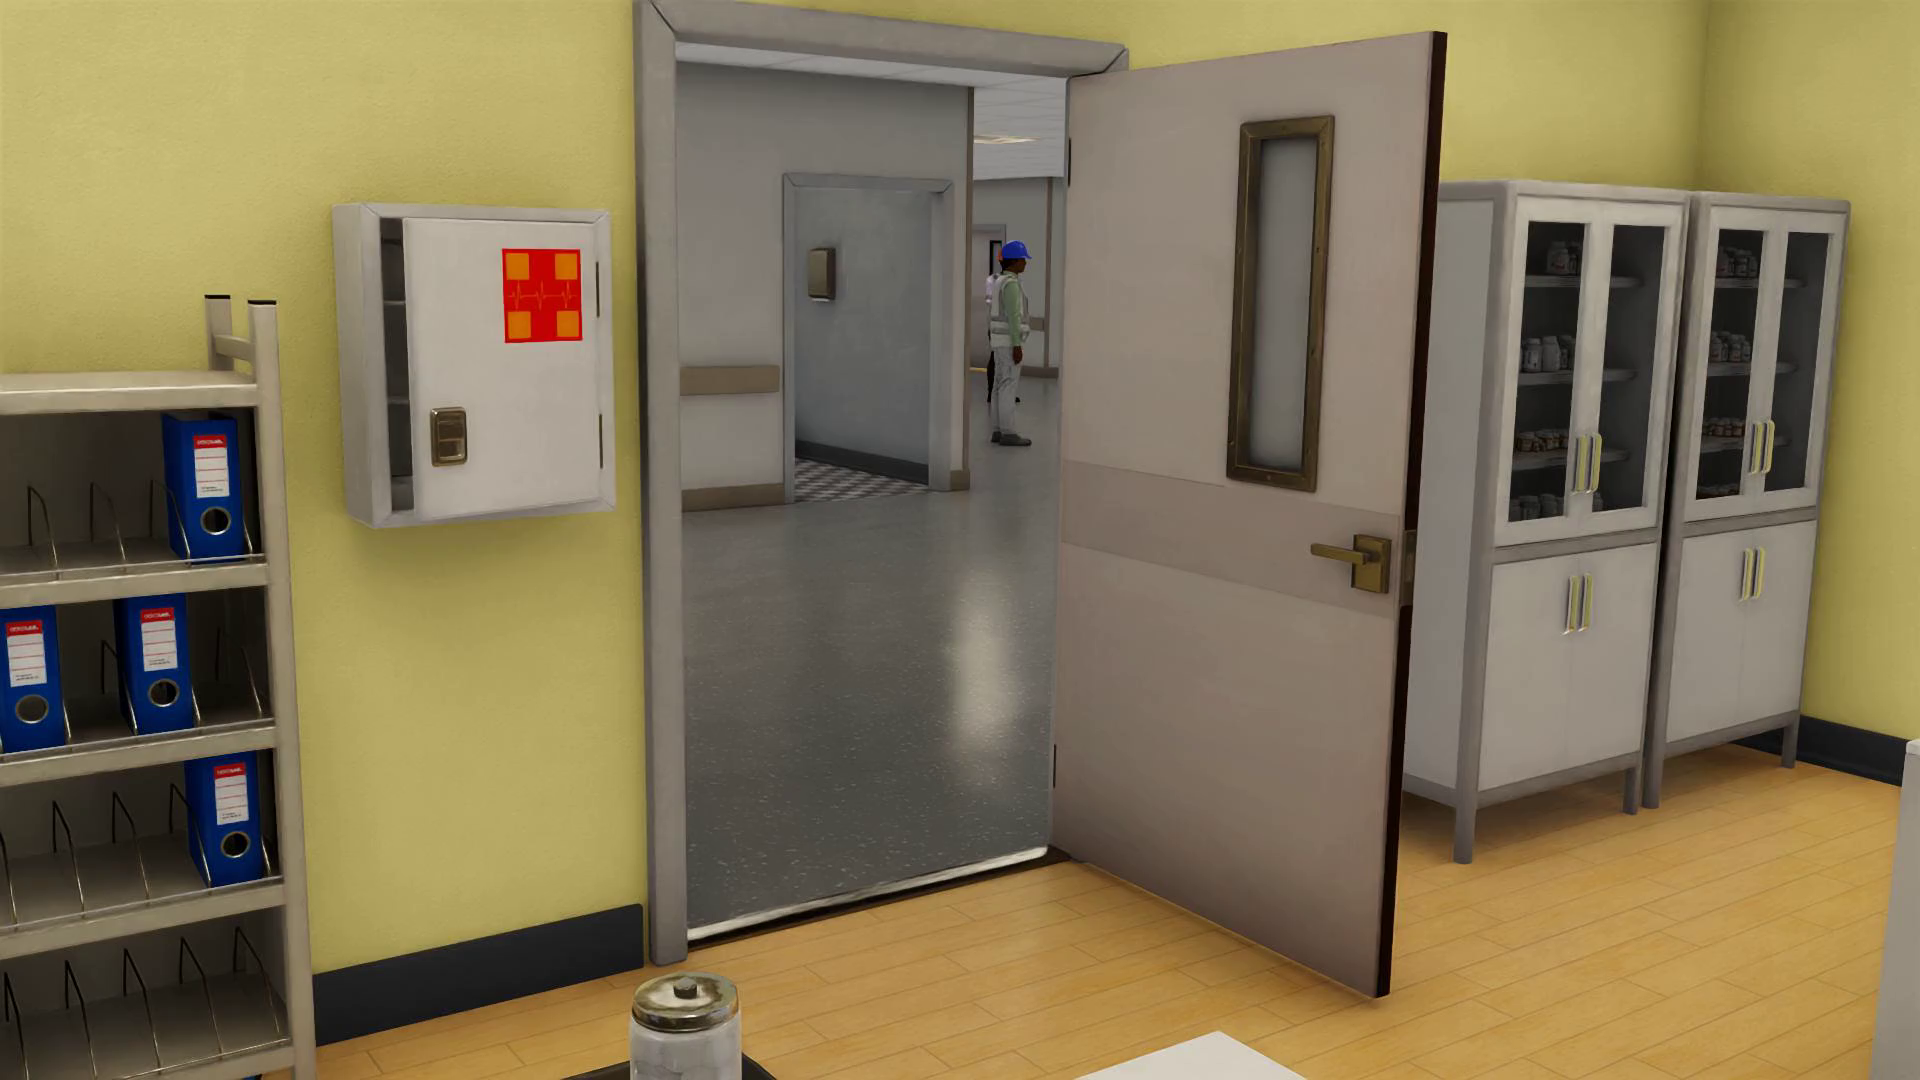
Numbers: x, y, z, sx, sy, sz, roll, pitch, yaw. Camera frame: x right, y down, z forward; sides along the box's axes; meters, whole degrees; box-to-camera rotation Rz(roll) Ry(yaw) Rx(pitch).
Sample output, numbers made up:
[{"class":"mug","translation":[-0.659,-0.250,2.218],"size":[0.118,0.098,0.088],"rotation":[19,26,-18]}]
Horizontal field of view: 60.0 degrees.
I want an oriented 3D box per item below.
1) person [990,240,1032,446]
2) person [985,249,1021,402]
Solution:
[{"class":"person","translation":[0.478,-1.872,15.861],"size":[0.389,1.949,0.603],"rotation":[-1,10,-12]},{"class":"person","translation":[0.562,-2.665,20.639],"size":[0.542,1.939,0.365],"rotation":[-7,12,-38]}]
